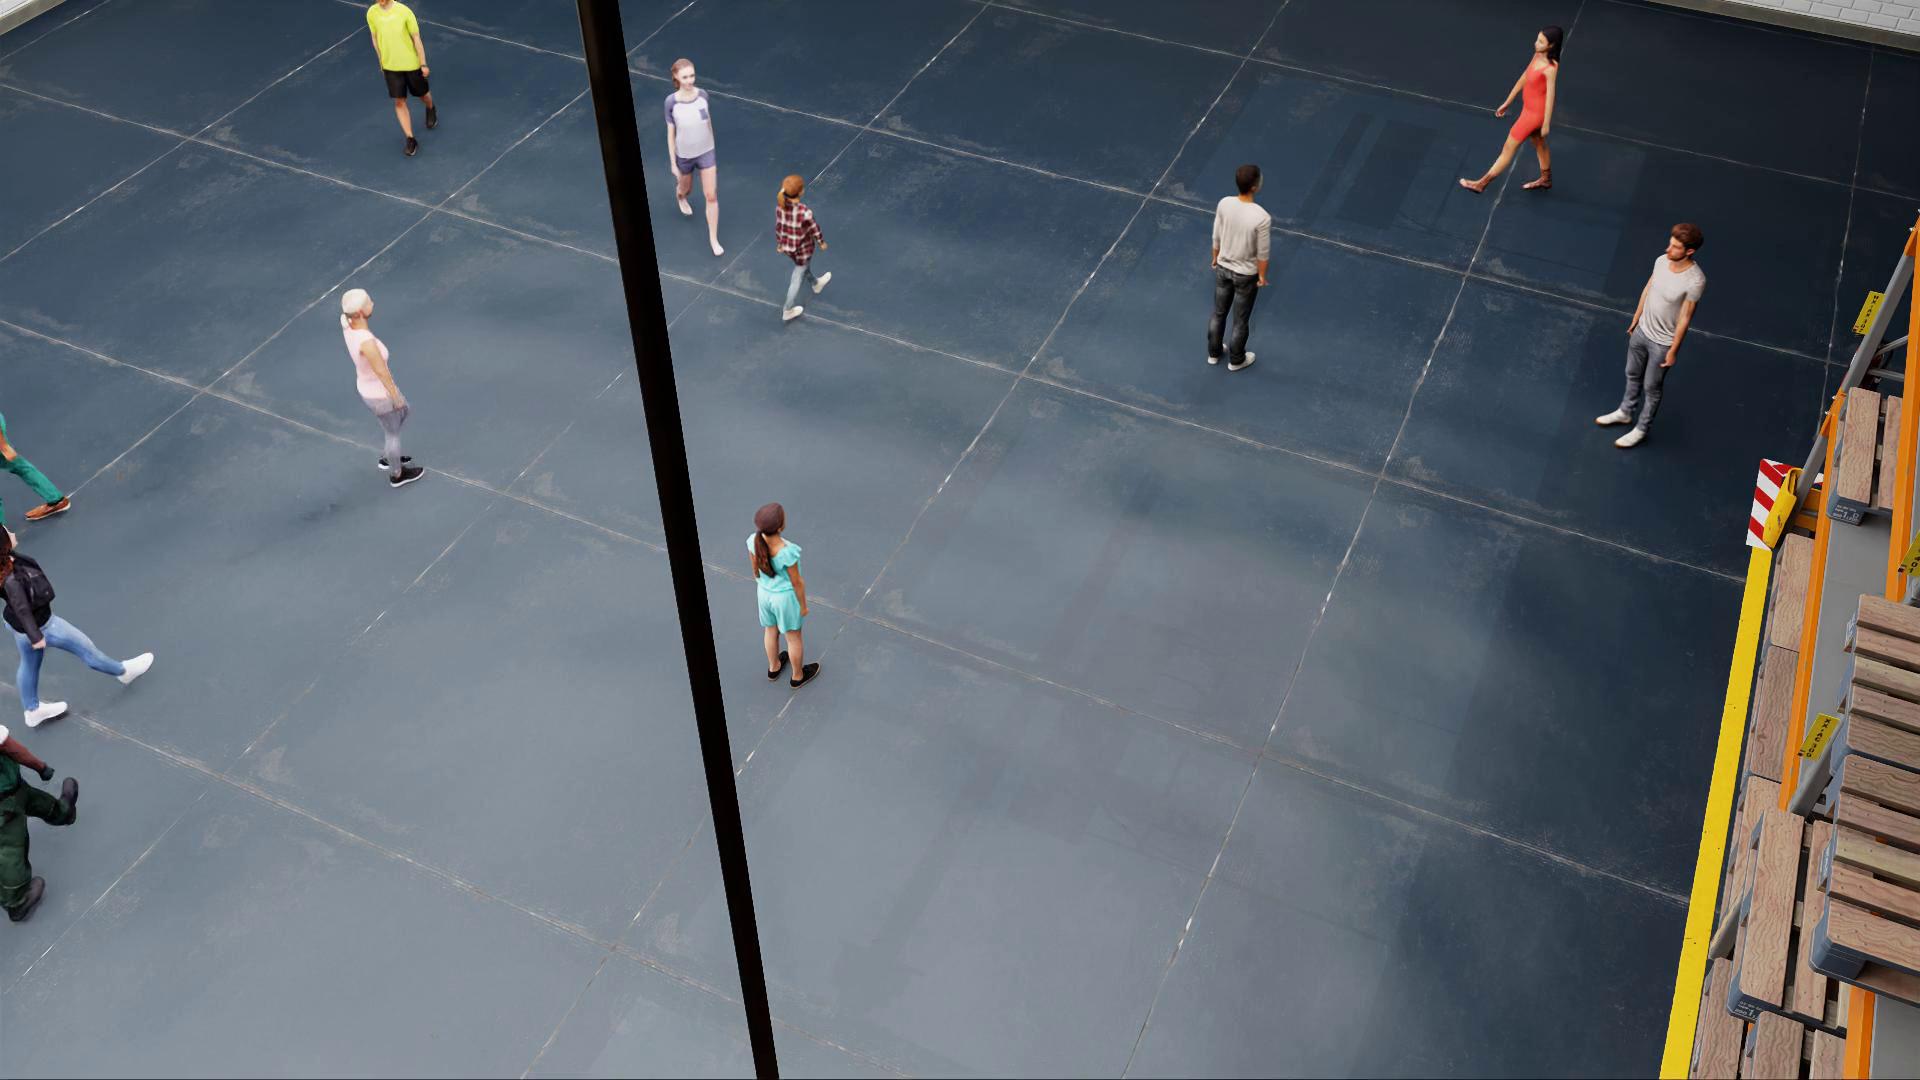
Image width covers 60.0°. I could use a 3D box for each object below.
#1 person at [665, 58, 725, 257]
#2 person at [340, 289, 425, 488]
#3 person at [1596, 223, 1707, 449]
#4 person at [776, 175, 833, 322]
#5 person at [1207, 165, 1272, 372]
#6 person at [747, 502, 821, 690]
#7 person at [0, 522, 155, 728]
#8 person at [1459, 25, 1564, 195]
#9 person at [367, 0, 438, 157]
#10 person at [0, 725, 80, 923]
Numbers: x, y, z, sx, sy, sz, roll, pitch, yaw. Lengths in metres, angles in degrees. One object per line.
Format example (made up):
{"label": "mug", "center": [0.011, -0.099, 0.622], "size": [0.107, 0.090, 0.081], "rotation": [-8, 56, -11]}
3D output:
{"label": "person", "center": [-2.356, -3.417, 14.578], "size": [1.039, 1.741, 1.072], "rotation": [-16, 46, -16]}
{"label": "person", "center": [-4.313, -1.054, 12.117], "size": [0.706, 1.714, 0.655], "rotation": [-26, 49, -24]}
{"label": "person", "center": [5.266, -1.552, 12.513], "size": [0.801, 1.889, 0.746], "rotation": [-15, 46, -15]}
{"label": "person", "center": [-1.383, -2.408, 13.863], "size": [0.662, 1.267, 0.946], "rotation": [29, 51, 27]}
{"label": "person", "center": [2.199, -2.148, 13.196], "size": [0.693, 1.810, 0.627], "rotation": [28, 50, 26]}
{"label": "person", "center": [-1.165, 0.354, 10.752], "size": [0.551, 1.558, 0.547], "rotation": [20, 47, 20]}
{"label": "person", "center": [-5.925, 0.564, 10.508], "size": [1.175, 1.592, 0.909], "rotation": [-34, 53, -30]}
{"label": "person", "center": [5.294, -3.857, 15.092], "size": [0.963, 1.669, 1.147], "rotation": [1, 44, 1]}
{"label": "person", "center": [-5.302, -4.597, 15.864], "size": [0.956, 1.676, 1.169], "rotation": [-2, 44, -2]}
{"label": "person", "center": [-5.539, 1.463, 9.427], "size": [0.973, 1.780, 1.274], "rotation": [4, 44, 4]}
